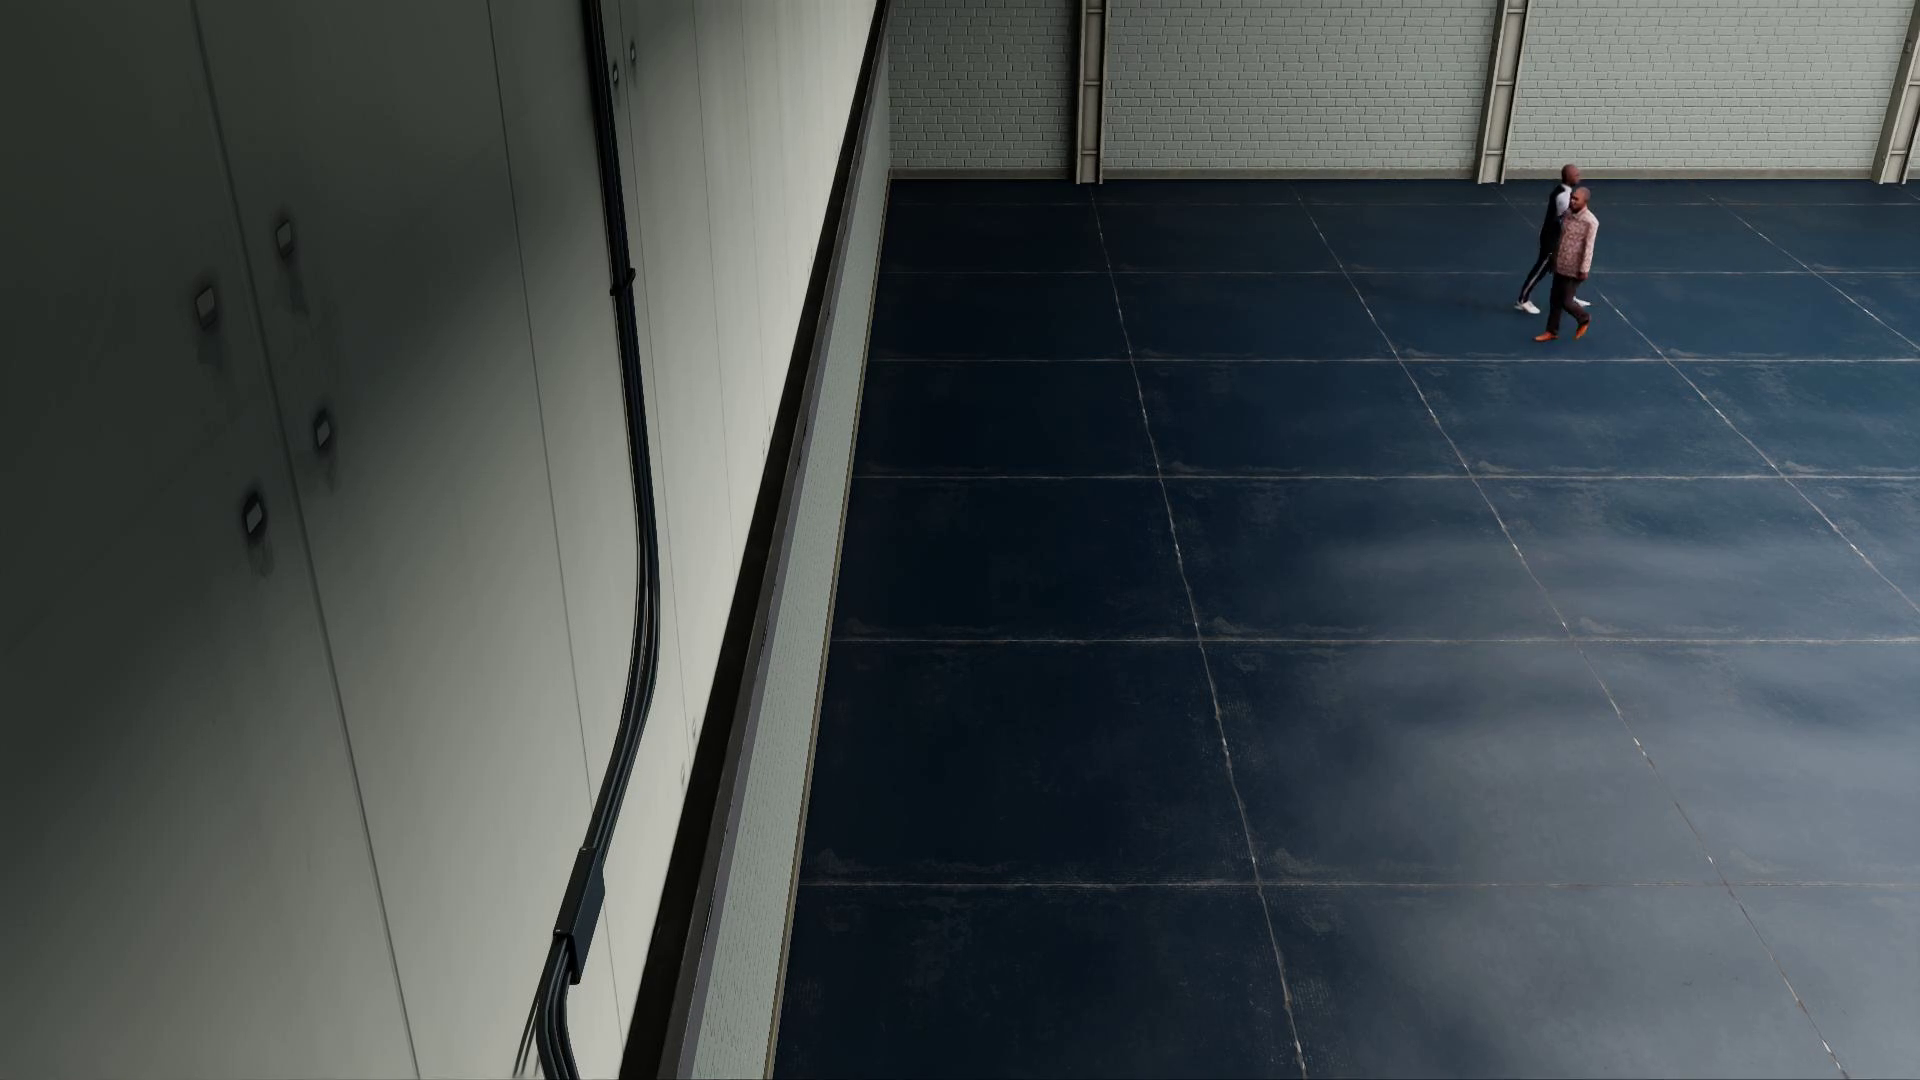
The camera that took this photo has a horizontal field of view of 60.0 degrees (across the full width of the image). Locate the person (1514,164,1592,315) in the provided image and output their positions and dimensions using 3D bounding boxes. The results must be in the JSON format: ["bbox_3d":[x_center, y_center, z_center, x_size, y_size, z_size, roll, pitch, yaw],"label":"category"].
[{"bbox_3d":[6.873,-3.529,19.556,1.181,1.802,0.924,9,29,17],"label":"person"}]

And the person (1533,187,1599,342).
[{"bbox_3d":[6.936,-3.091,18.745,0.978,1.789,0.858,-9,29,-17],"label":"person"}]
